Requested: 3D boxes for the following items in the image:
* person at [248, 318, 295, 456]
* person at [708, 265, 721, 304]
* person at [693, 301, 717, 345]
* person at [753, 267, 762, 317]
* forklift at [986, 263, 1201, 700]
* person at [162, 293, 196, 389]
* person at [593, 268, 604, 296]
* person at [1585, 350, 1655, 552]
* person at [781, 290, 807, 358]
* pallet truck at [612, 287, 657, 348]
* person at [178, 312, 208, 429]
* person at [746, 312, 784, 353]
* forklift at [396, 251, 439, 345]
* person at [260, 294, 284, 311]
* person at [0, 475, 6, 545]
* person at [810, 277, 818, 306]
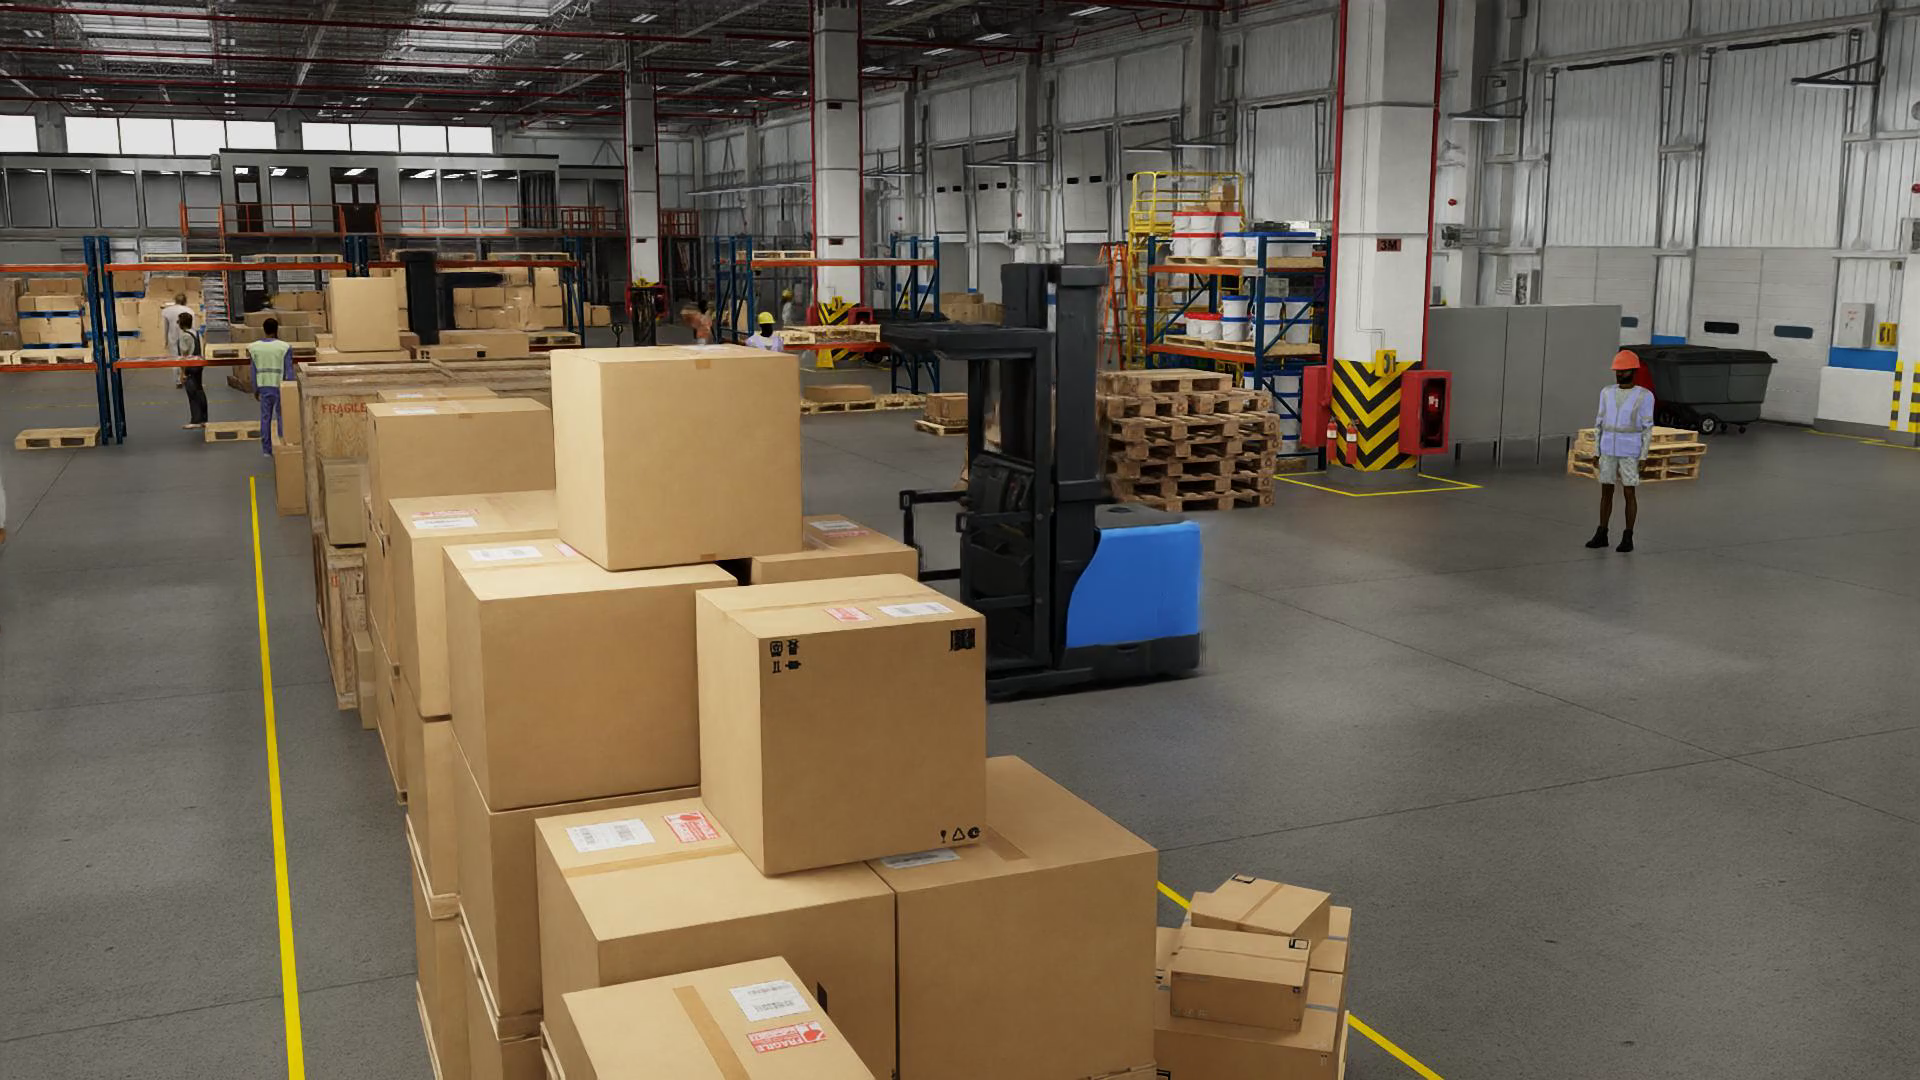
[{"bbox_3d":[-9.450,-2.090,22.898,0.591,1.909,0.409,0,10,0],"label":"person"},{"bbox_3d":[-11.177,-11.717,75.779,0.626,1.974,0.656,-5,11,-24],"label":"person"},{"bbox_3d":[-5.638,-4.438,36.556,0.893,1.646,0.541,5,12,27],"label":"person"},{"bbox_3d":[-7.790,-9.559,64.000,0.370,1.927,0.588,0,10,1],"label":"person"},{"bbox_3d":[0.613,-0.466,11.255,1.873,2.768,1.129,-4,11,-23],"label":"forklift"},{"bbox_3d":[-15.655,-4.001,33.410,0.661,1.905,0.683,-2,11,-13],"label":"person"},{"bbox_3d":[-14.702,-10.191,67.715,0.430,1.845,0.619,-3,11,-17],"label":"person"},{"bbox_3d":[6.345,-0.852,15.976,0.360,1.939,0.543,-10,14,-43],"label":"person"},{"bbox_3d":[-4.237,-5.367,41.477,0.737,1.716,0.491,-2,11,-12],"label":"person"},{"bbox_3d":[-6.464,-4.406,35.401,0.823,1.965,1.885,6,12,32],"label":"pallet truck"},{"bbox_3d":[-12.132,-2.668,26.244,0.339,1.845,0.507,1,10,7],"label":"person"},{"bbox_3d":[-2.845,-2.378,24.408,0.594,1.929,0.352,-6,12,-28],"label":"person"},{"bbox_3d":[-7.288,-2.517,22.558,1.873,2.768,1.129,-4,11,-23],"label":"forklift"},{"bbox_3d":[-14.551,-4.323,35.414,0.639,1.825,0.407,-4,11,-23],"label":"person"},{"bbox_3d":[-7.198,-0.103,11.888,0.649,1.921,0.440,-3,11,-14],"label":"person"},{"bbox_3d":[-3.970,-6.543,47.316,0.615,1.945,0.404,-3,11,-15],"label":"person"}]
